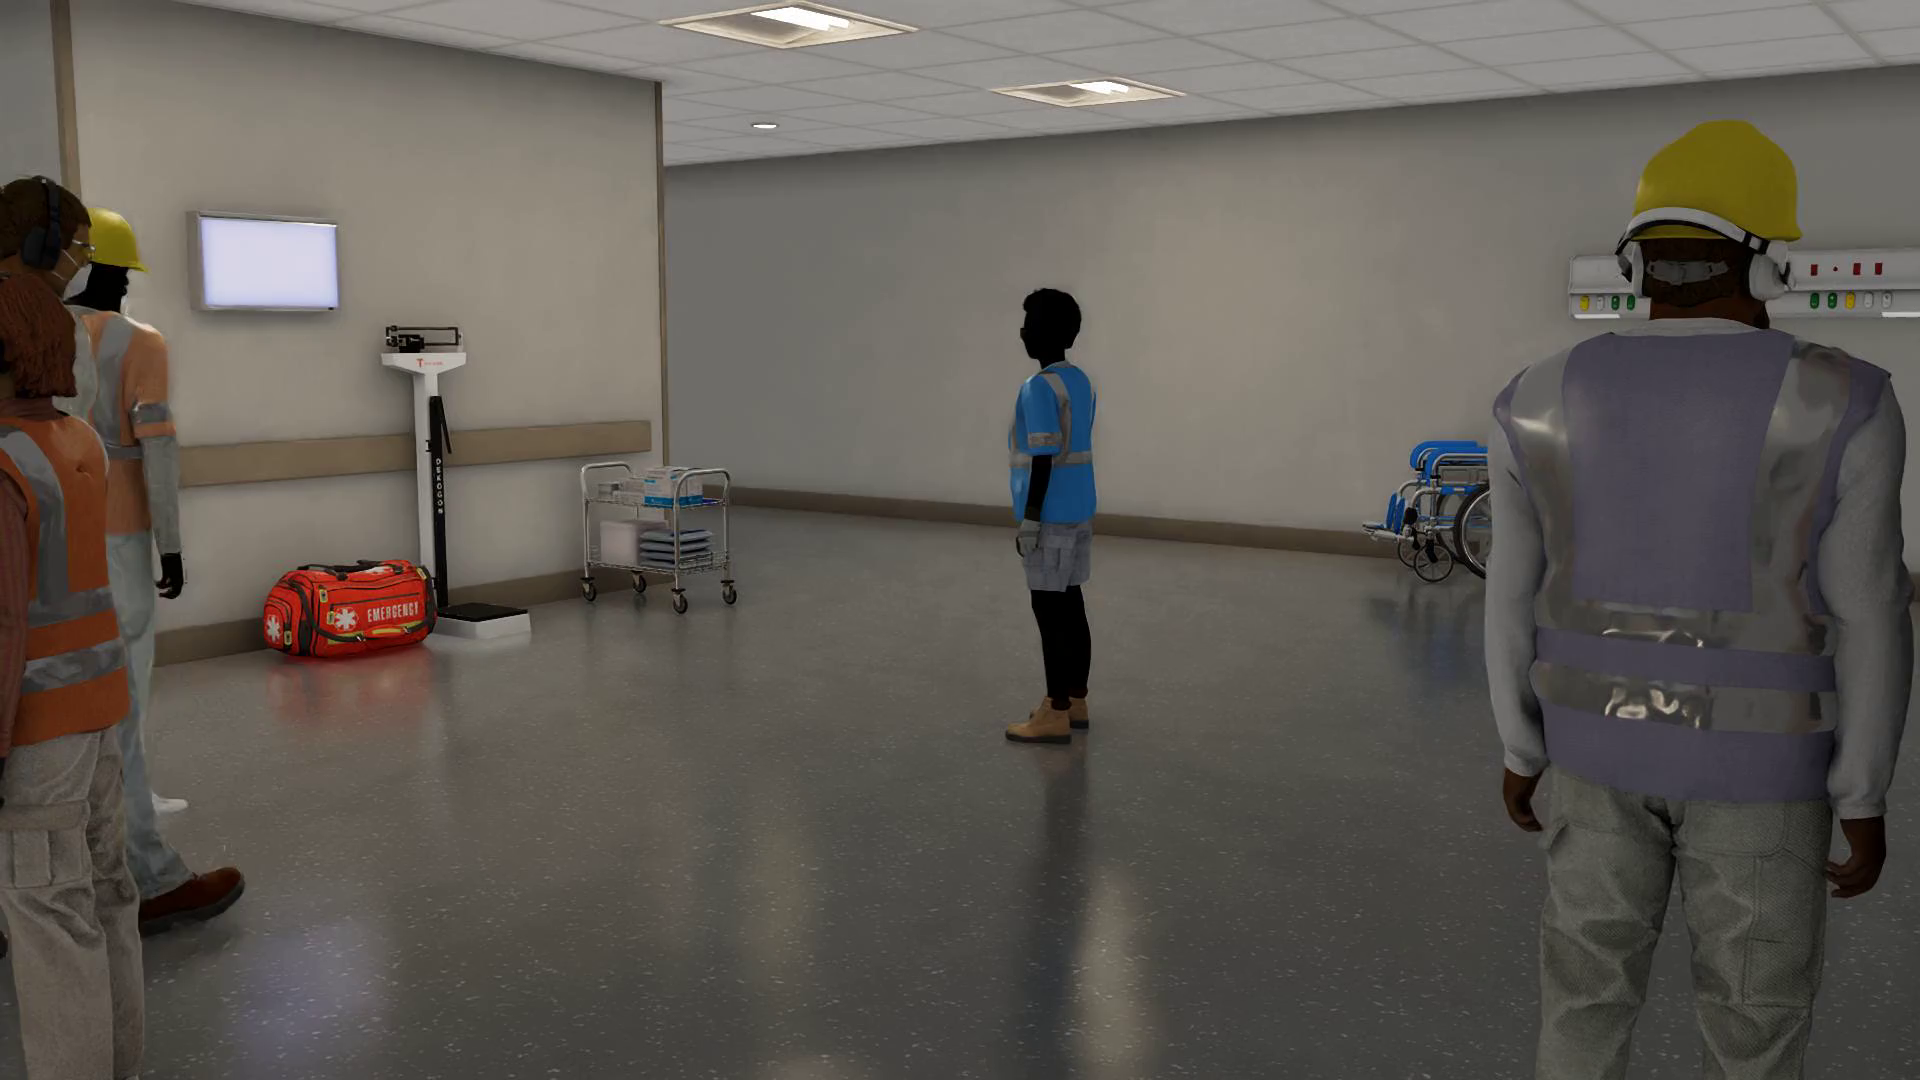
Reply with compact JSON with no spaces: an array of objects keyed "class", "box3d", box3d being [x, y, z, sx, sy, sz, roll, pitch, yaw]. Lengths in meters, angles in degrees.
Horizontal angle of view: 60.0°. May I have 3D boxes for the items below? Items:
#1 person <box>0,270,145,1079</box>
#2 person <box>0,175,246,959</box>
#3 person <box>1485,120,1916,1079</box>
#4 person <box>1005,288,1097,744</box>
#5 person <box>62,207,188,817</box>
[{"class":"person","box3d":[-1.662,0.342,2.997,0.309,1.641,0.513,-1,7,-11]},{"class":"person","box3d":[-2.223,0.083,4.047,0.664,1.888,0.921,4,8,28]},{"class":"person","box3d":[1.087,0.310,2.488,0.587,1.834,0.403,6,9,39]},{"class":"person","box3d":[0.342,-0.090,6.244,0.316,1.695,0.542,3,8,22]},{"class":"person","box3d":[-2.735,-0.074,5.217,0.638,1.923,0.389,1,7,5]}]
